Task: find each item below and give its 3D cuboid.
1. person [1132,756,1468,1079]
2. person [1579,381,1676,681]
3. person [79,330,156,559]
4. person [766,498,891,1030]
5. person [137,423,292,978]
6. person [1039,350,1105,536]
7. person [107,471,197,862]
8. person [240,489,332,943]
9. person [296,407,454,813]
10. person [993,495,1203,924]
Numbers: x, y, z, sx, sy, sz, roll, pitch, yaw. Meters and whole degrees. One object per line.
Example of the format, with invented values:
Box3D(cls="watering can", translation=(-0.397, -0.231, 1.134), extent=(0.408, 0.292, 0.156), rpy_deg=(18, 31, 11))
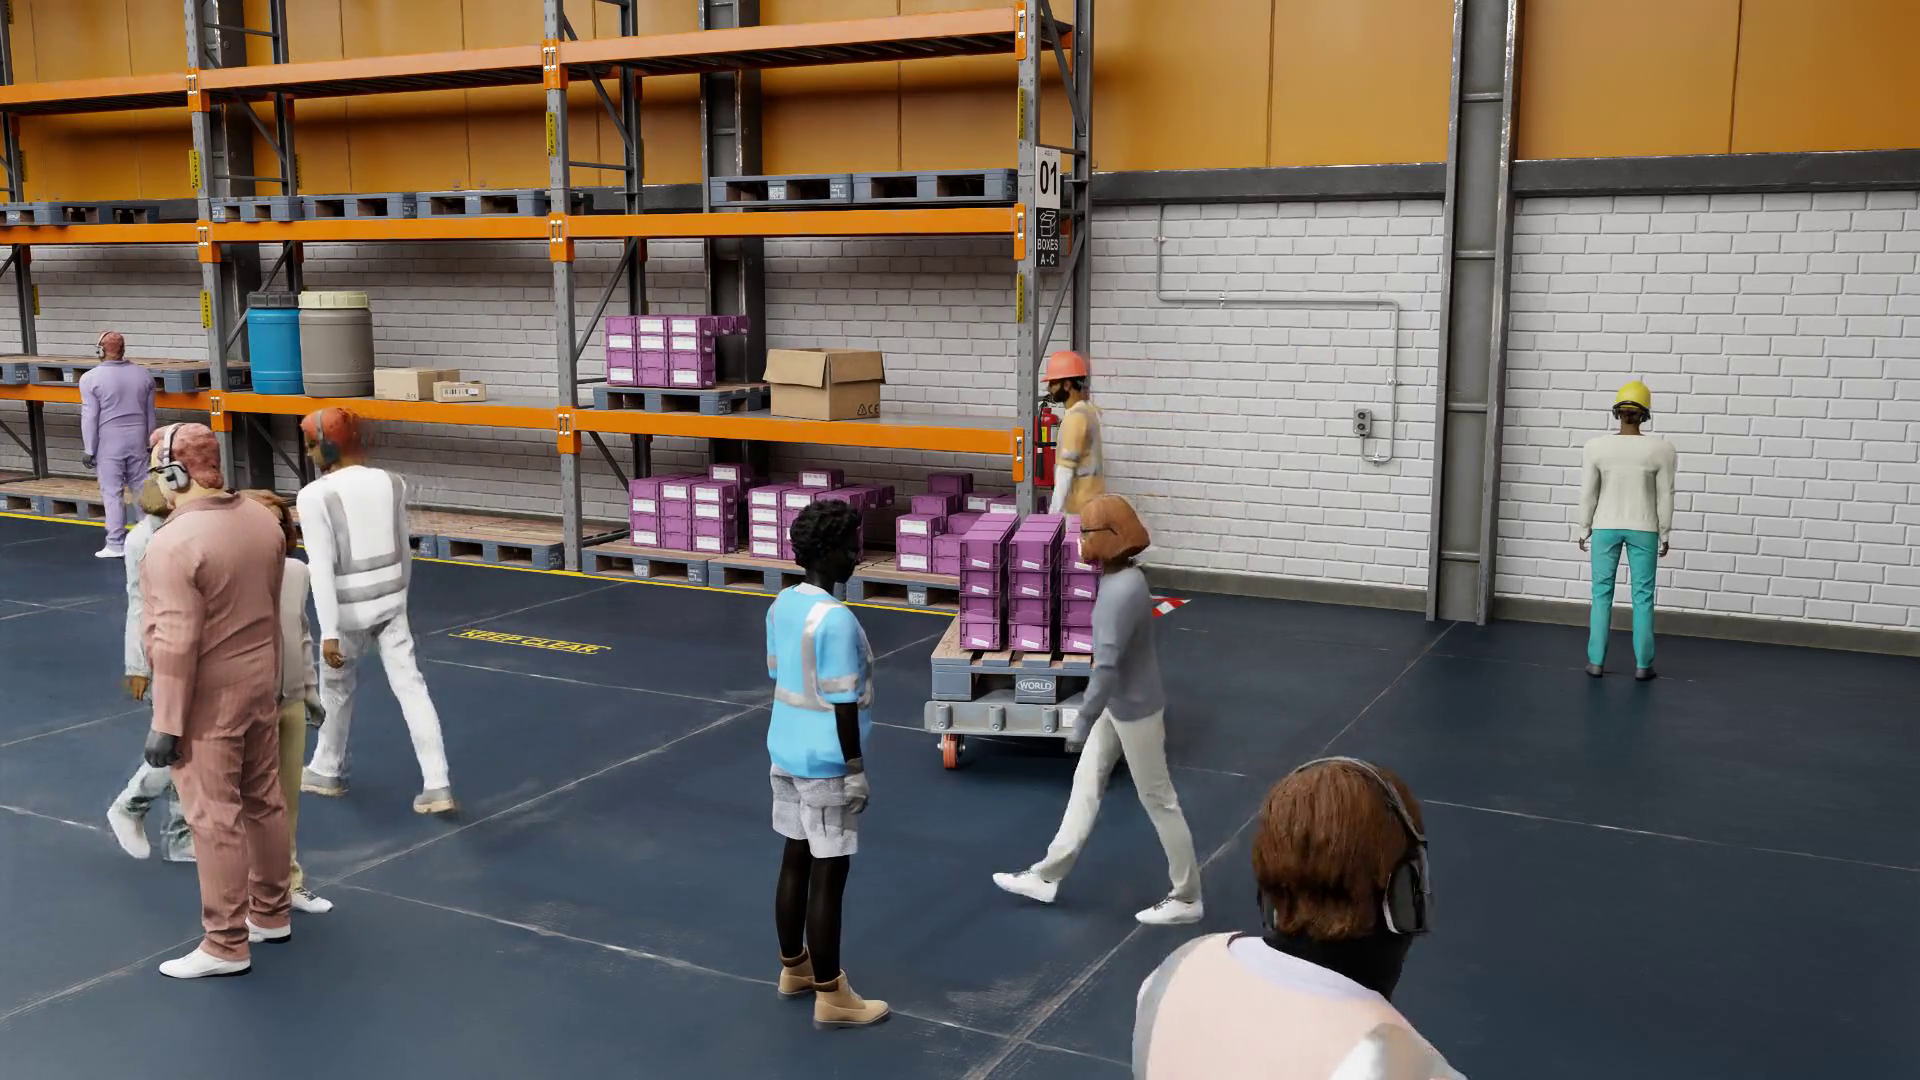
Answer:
Box3D(cls="person", translation=(0.447, 1.182, 2.118), extent=(0.436, 1.810, 0.644), rpy_deg=(-4, 10, -23))
Box3D(cls="person", translation=(3.918, -0.052, 9.809), extent=(0.526, 1.769, 0.329), rpy_deg=(4, 10, 24))
Box3D(cls="person", translation=(-7.080, -0.801, 13.989), extent=(0.410, 1.913, 0.643), rpy_deg=(6, 11, 31))
Box3D(cls="person", translation=(-0.441, 0.709, 5.343), extent=(0.321, 1.694, 0.529), rpy_deg=(-5, 10, -28))
Box3D(cls="person", translation=(-2.579, 0.545, 5.717), extent=(0.406, 1.903, 0.638), rpy_deg=(2, 9, 9))
Box3D(cls="person", translation=(0.706, -0.216, 10.357), extent=(0.440, 1.916, 0.562), rpy_deg=(1, 9, 4))
Box3D(cls="person", translation=(-3.161, 0.467, 6.715), extent=(0.426, 1.719, 0.503), rpy_deg=(1, 9, 8))
Box3D(cls="person", translation=(-2.532, 0.622, 6.068), extent=(0.268, 1.630, 0.507), rpy_deg=(4, 10, 23))
Box3D(cls="person", translation=(-2.650, 0.316, 7.398), extent=(1.033, 1.825, 0.595), rpy_deg=(7, 11, 37))
Box3D(cls="person", translation=(0.527, 0.634, 6.103), extent=(0.826, 1.589, 0.512), rpy_deg=(0, 9, -1))
